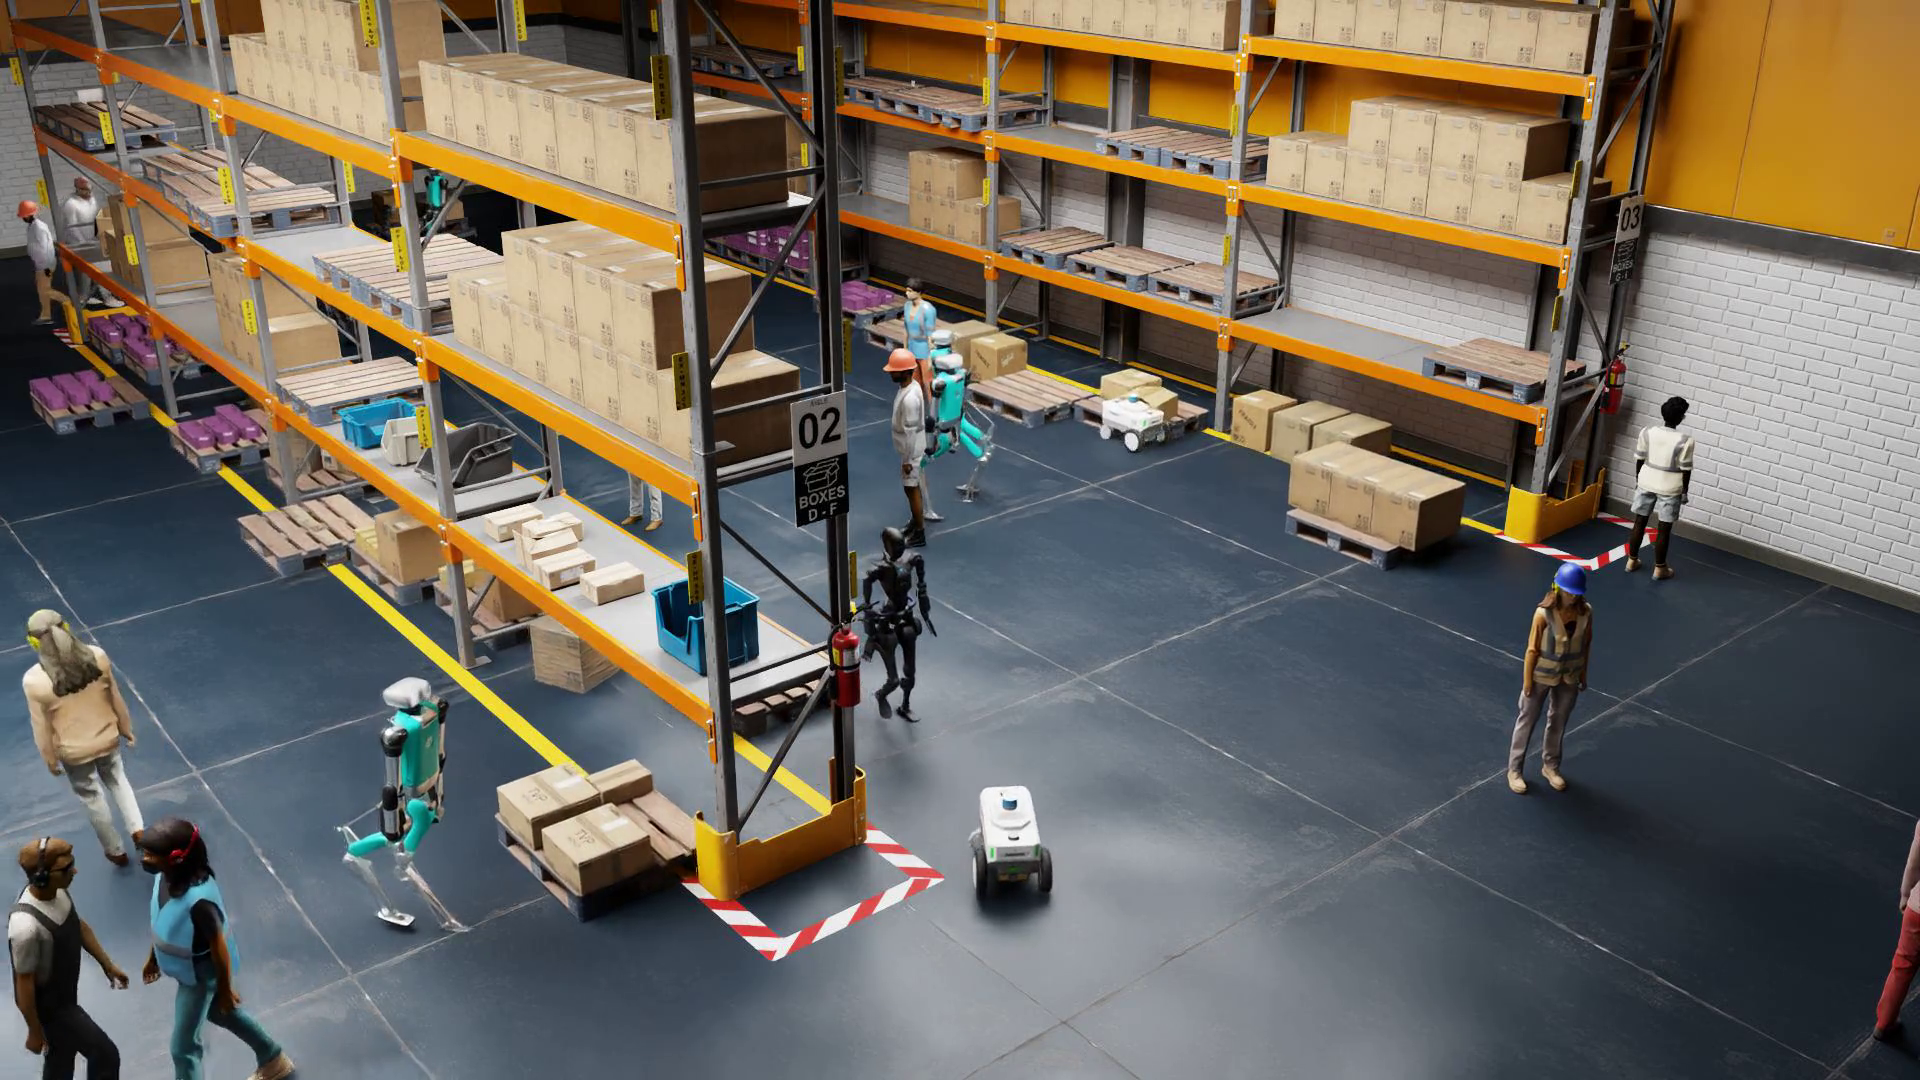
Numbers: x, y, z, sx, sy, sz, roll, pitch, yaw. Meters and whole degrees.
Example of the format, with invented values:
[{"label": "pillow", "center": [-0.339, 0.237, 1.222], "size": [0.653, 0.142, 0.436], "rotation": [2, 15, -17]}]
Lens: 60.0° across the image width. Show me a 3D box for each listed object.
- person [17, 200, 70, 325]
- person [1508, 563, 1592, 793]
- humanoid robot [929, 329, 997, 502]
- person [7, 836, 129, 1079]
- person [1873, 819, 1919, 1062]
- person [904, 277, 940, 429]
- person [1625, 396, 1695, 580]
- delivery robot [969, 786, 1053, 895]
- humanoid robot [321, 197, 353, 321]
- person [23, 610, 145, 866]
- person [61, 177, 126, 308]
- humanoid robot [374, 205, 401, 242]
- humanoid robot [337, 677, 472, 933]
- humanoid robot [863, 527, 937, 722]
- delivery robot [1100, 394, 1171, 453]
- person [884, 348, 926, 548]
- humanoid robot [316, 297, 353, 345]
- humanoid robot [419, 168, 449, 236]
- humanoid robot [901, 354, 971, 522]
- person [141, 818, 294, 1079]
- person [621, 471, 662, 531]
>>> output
[{"label": "person", "center": [-12.370, -3.742, 22.458], "size": [0.545, 1.727, 0.600], "rotation": [-17, 29, -34]}, {"label": "person", "center": [4.130, 0.959, 11.534], "size": [0.471, 1.771, 0.350], "rotation": [-4, 24, -9]}, {"label": "humanoid robot", "center": [0.085, -1.211, 16.643], "size": [0.773, 1.797, 0.541], "rotation": [3, 24, 8]}, {"label": "person", "center": [-4.448, 2.295, 8.375], "size": [0.700, 1.814, 0.522], "rotation": [-7, 24, -15]}, {"label": "person", "center": [5.374, 2.039, 9.046], "size": [0.337, 1.756, 0.516], "rotation": [-19, 30, -37]}, {"label": "person", "center": [-0.452, -2.092, 18.623], "size": [0.347, 1.754, 0.501], "rotation": [-21, 31, -39]}, {"label": "person", "center": [6.290, -0.468, 14.930], "size": [0.319, 1.692, 0.532], "rotation": [-20, 30, -38]}, {"label": "delivery robot", "center": [0.310, 1.939, 10.801], "size": [0.528, 0.601, 0.773], "rotation": [-2, 23, -4]}, {"label": "humanoid robot", "center": [-8.528, -3.785, 22.551], "size": [0.733, 1.787, 0.531], "rotation": [-1, 23, -2]}, {"label": "person", "center": [-5.610, 1.286, 10.661], "size": [0.440, 1.858, 0.573], "rotation": [19, 30, 37]}, {"label": "person", "center": [-12.151, -4.142, 23.254], "size": [0.915, 1.841, 0.649], "rotation": [1, 23, 3]}, {"label": "humanoid robot", "center": [-7.602, -3.688, 22.451], "size": [0.410, 1.674, 0.585], "rotation": [9, 25, 20]}, {"label": "humanoid robot", "center": [-3.431, 1.625, 10.043], "size": [0.869, 1.772, 0.544], "rotation": [8, 24, 17]}, {"label": "humanoid robot", "center": [-0.460, 0.632, 12.408], "size": [0.618, 1.643, 0.357], "rotation": [-16, 28, -32]}, {"label": "delivery robot", "center": [1.909, -1.315, 18.307], "size": [0.499, 0.578, 0.764], "rotation": [-18, 29, -36]}, {"label": "person", "center": [-0.509, -0.862, 15.556], "size": [0.383, 1.931, 0.544], "rotation": [-2, 23, -4]}, {"label": "humanoid robot", "center": [-8.303, -3.305, 21.592], "size": [0.791, 1.628, 0.610], "rotation": [11, 26, 25]}, {"label": "humanoid robot", "center": [-7.845, -4.559, 24.390], "size": [0.570, 1.791, 0.818], "rotation": [21, 31, 40]}, {"label": "humanoid robot", "center": [-0.310, -0.991, 16.054], "size": [0.799, 1.740, 0.530], "rotation": [16, 28, 33]}, {"label": "person", "center": [-3.946, 2.224, 8.551], "size": [0.891, 1.834, 0.528], "rotation": [-20, 30, -38]}, {"label": "person", "center": [-3.095, -0.900, 15.974], "size": [0.438, 1.658, 0.286], "rotation": [14, 27, 29]}]
